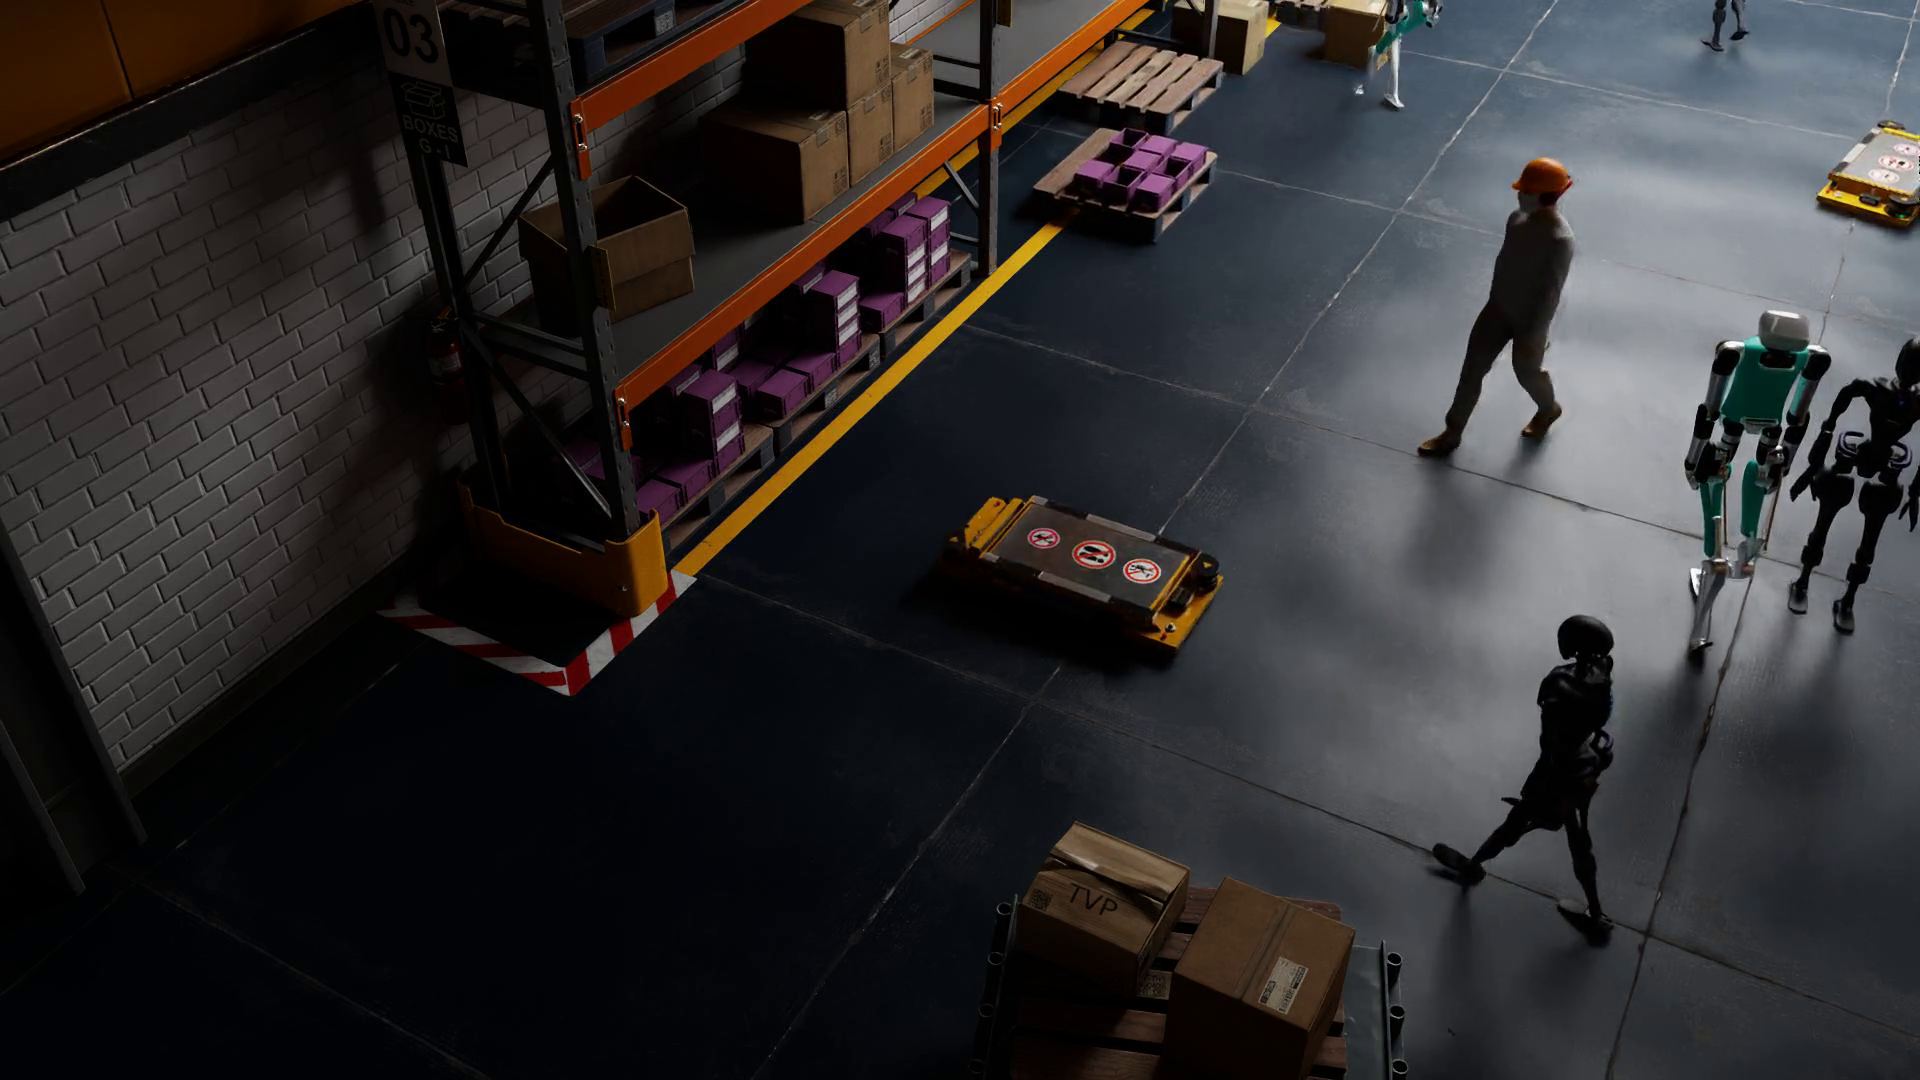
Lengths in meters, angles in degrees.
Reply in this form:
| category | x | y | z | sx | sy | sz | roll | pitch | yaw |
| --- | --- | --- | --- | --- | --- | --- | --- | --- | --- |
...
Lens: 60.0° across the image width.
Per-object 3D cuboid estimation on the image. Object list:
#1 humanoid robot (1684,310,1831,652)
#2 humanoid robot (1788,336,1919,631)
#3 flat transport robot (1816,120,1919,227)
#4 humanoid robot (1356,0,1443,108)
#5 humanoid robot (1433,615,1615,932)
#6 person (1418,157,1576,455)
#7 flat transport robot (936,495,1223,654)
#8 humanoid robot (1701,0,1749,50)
| category | x | y | z | sx | sy | sz | roll | pitch | yaw |
| --- | --- | --- | --- | --- | --- | --- | --- | --- | --- |
| humanoid robot | 3.946 | -0.197 | 8.337 | 0.538 | 1.840 | 0.859 | 5 | 39 | 6 |
| humanoid robot | 4.593 | -0.298 | 8.457 | 0.607 | 1.652 | 0.363 | 16 | 41 | 19 |
| flat transport robot | 7.152 | -2.819 | 12.744 | 0.659 | 0.231 | 1.431 | 28 | 46 | 30 |
| humanoid robot | 3.568 | -4.310 | 13.516 | 0.541 | 1.897 | 0.765 | -13 | 40 | -16 |
| humanoid robot | 2.504 | 0.958 | 6.937 | 0.803 | 1.619 | 0.608 | 29 | 47 | 31 |
| person | 3.260 | -1.334 | 9.621 | 0.943 | 1.847 | 0.568 | -19 | 42 | -22 |
| flat transport robot | 0.647 | 0.142 | 9.043 | 1.431 | 0.231 | 0.659 | 19 | 43 | 23 |
| humanoid robot | 6.801 | -5.101 | 14.468 | 0.595 | 1.651 | 0.358 | -7 | 39 | -9 |
